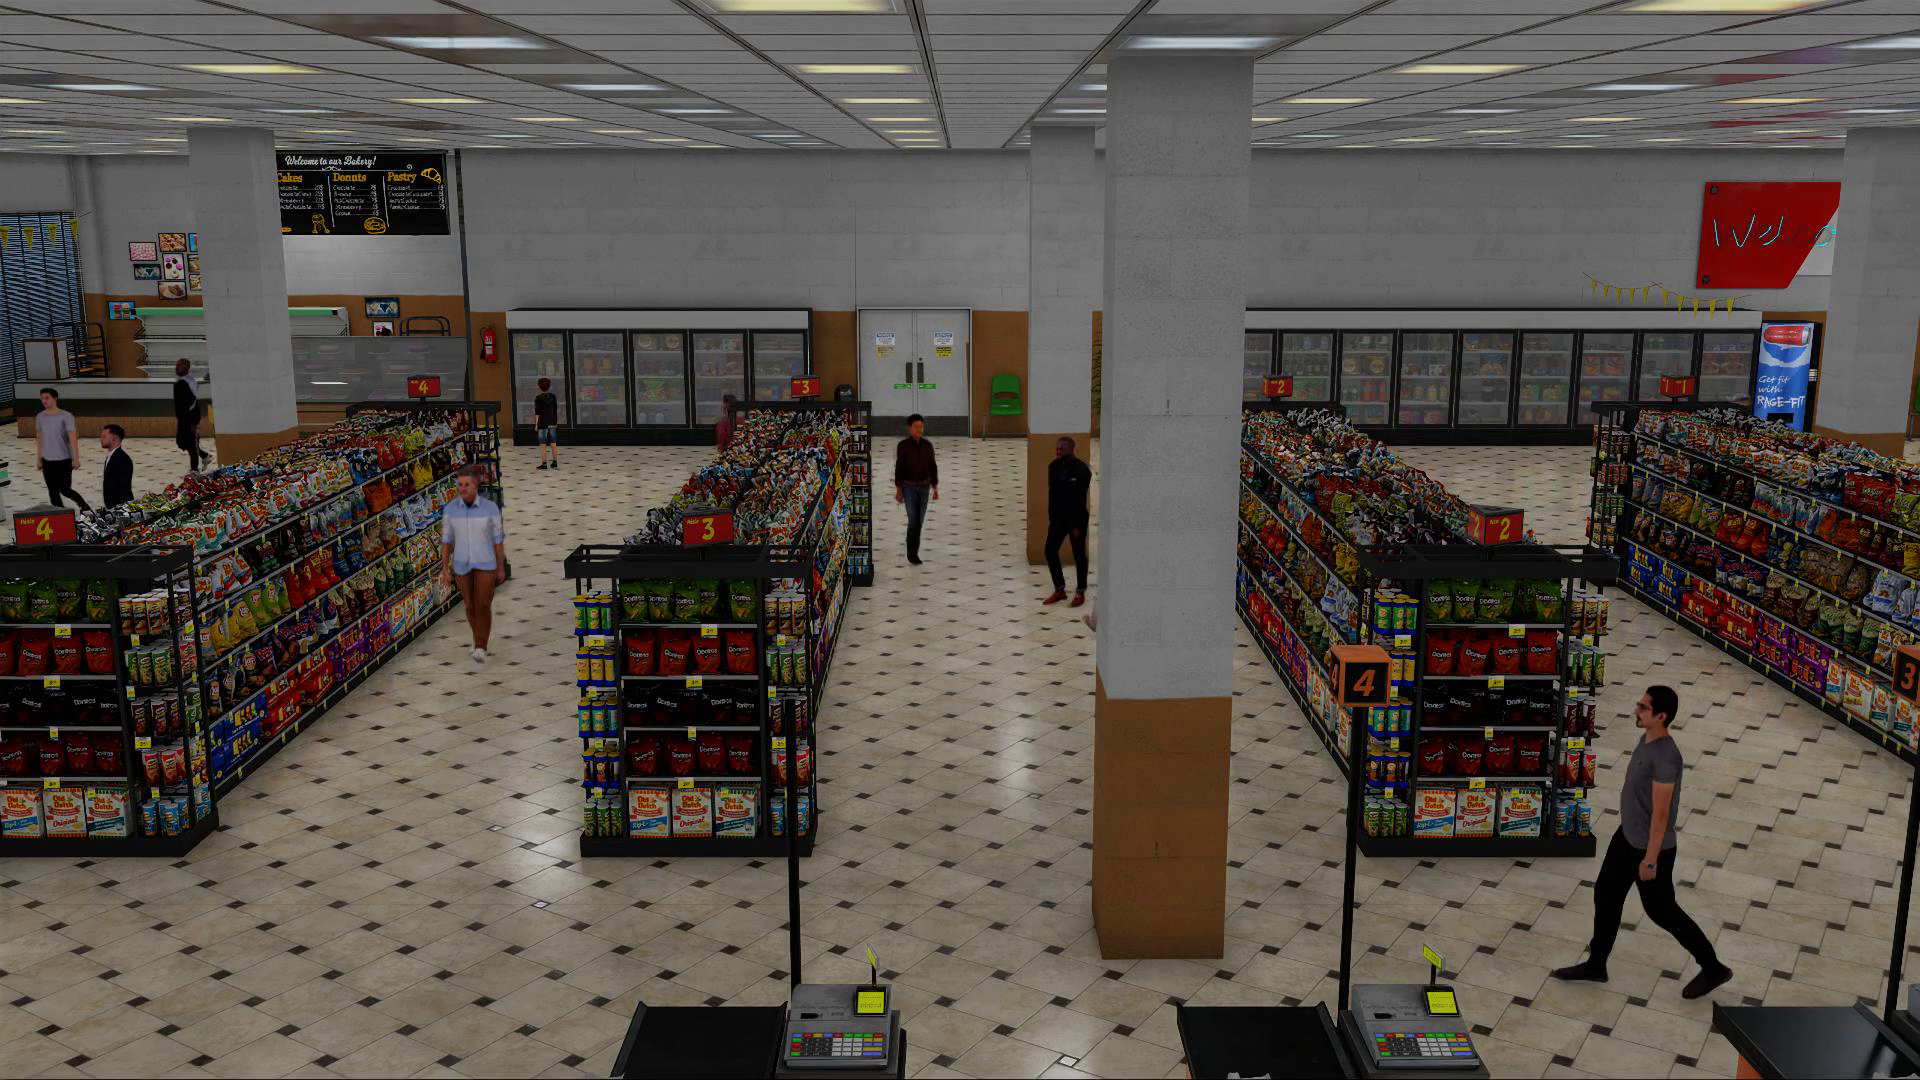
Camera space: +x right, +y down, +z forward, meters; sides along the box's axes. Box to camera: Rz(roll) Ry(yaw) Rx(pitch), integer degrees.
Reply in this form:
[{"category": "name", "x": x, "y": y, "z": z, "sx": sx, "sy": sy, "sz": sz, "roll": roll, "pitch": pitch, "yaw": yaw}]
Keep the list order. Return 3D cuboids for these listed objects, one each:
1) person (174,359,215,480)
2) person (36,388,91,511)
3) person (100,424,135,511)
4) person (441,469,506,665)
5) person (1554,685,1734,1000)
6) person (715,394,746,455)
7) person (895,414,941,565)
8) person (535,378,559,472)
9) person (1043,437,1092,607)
[{"category": "person", "x": -11.660, "y": -1.860, "z": 25.326, "sx": 0.916, "sy": 1.815, "sz": 0.993, "roll": 9, "pitch": 15, "yaw": 37}, {"category": "person", "x": -11.467, "y": -1.016, "z": 21.237, "sx": 0.724, "sy": 1.847, "sz": 0.897, "roll": 1, "pitch": 12, "yaw": 7}, {"category": "person", "x": -9.114, "y": -0.350, "z": 18.083, "sx": 0.802, "sy": 1.844, "sz": 0.703, "roll": -8, "pitch": 14, "yaw": -35}, {"category": "person", "x": -4.498, "y": 0.228, "z": 15.474, "sx": 0.691, "sy": 1.788, "sz": 1.066, "roll": 0, "pitch": 12, "yaw": -1}, {"category": "person", "x": 3.779, "y": 1.634, "z": 8.921, "sx": 0.778, "sy": 1.736, "sz": 1.080, "roll": 1, "pitch": 12, "yaw": 6}, {"category": "person", "x": -2.776, "y": -0.878, "z": 20.716, "sx": 1.178, "sy": 1.792, "sz": 1.243, "roll": -12, "pitch": 17, "yaw": -44}, {"category": "person", "x": -0.560, "y": -0.600, "z": 19.439, "sx": 0.764, "sy": 1.773, "sz": 0.755, "roll": -6, "pitch": 13, "yaw": -26}, {"category": "person", "x": -6.477, "y": -1.820, "z": 26.026, "sx": 0.625, "sy": 1.447, "sz": 0.681, "roll": -11, "pitch": 16, "yaw": -42}, {"category": "person", "x": 1.206, "y": -0.203, "z": 17.494, "sx": 0.893, "sy": 1.799, "sz": 0.943, "roll": 8, "pitch": 14, "yaw": 34}]
